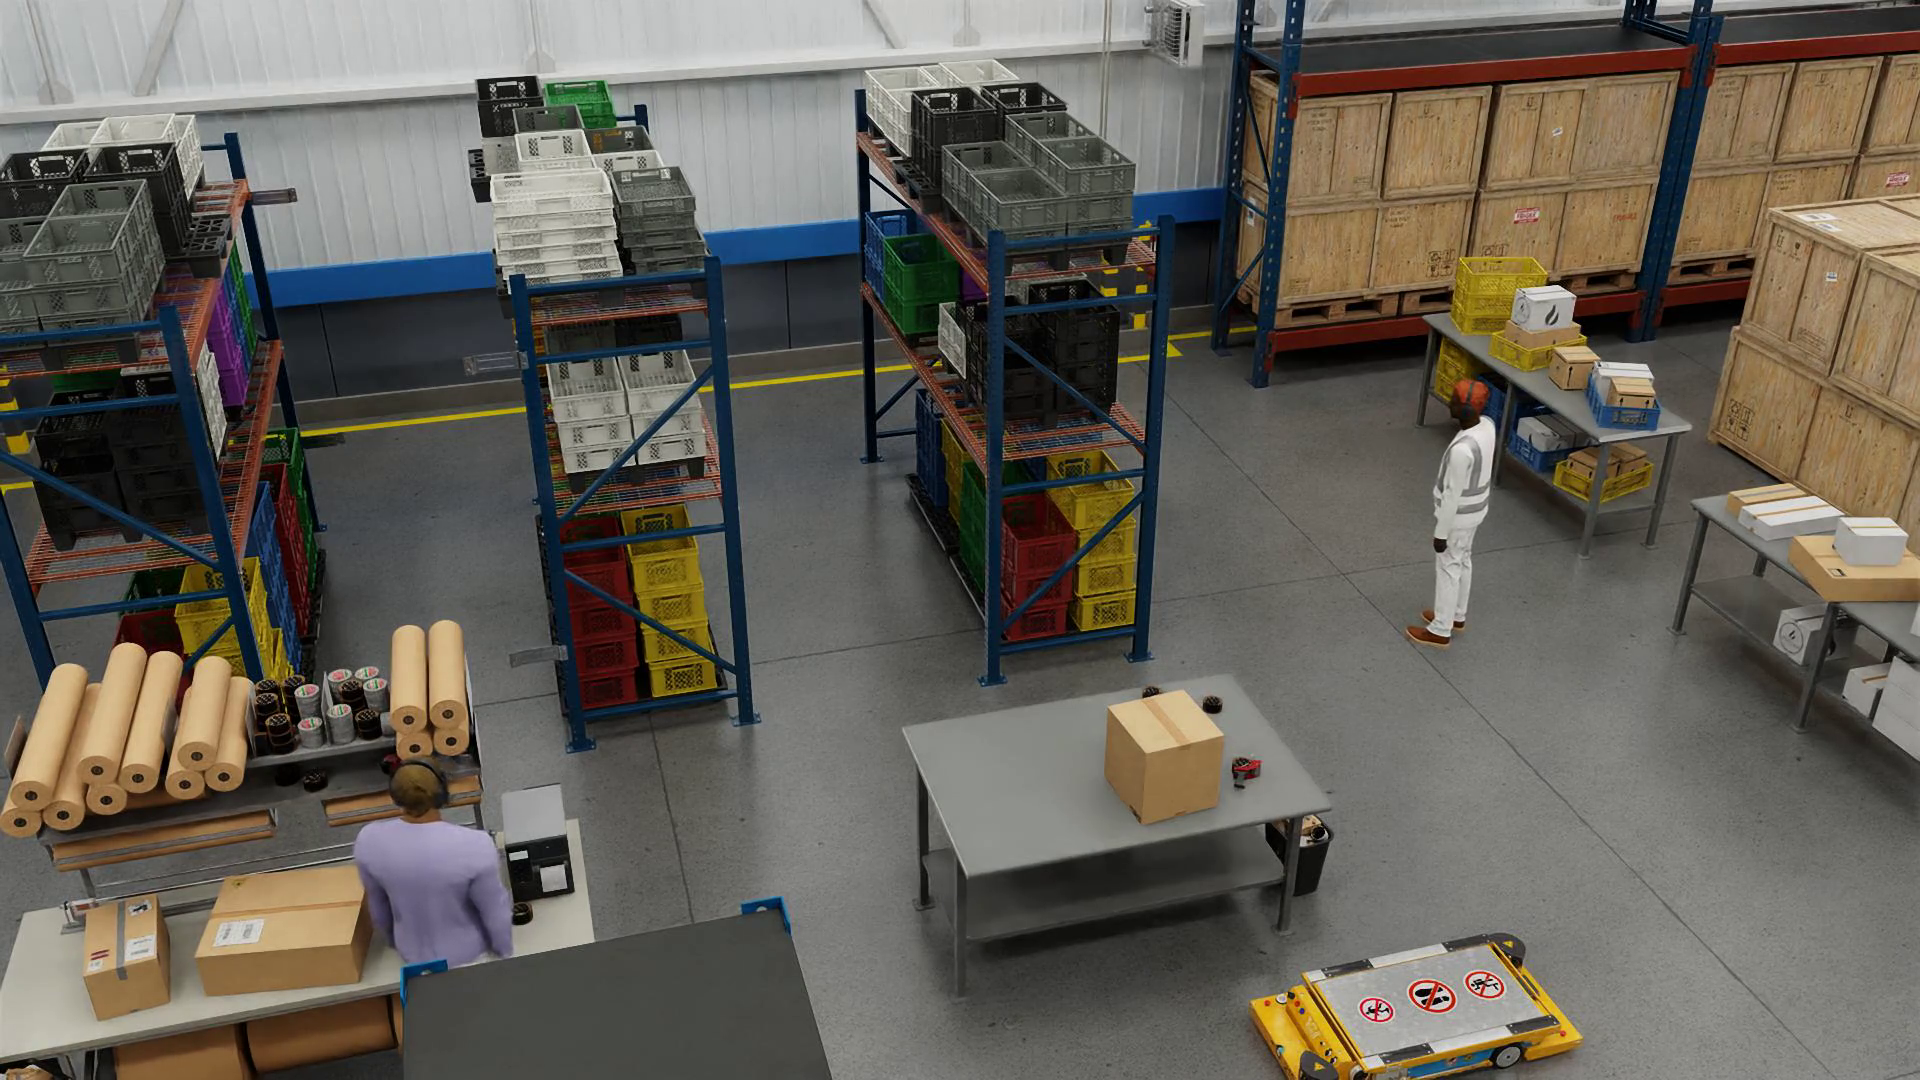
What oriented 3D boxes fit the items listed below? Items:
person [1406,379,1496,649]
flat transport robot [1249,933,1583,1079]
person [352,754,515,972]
[{"bbox_3d":[3.217,-0.164,10.784,0.360,1.878,0.579,18,33,29],"label":"person"},{"bbox_3d":[2.184,2.282,7.980,1.431,0.197,0.652,-8,30,-14],"label":"flat transport robot"},{"bbox_3d":[-2.231,1.762,7.222,0.631,1.931,0.367,4,29,7],"label":"person"}]
